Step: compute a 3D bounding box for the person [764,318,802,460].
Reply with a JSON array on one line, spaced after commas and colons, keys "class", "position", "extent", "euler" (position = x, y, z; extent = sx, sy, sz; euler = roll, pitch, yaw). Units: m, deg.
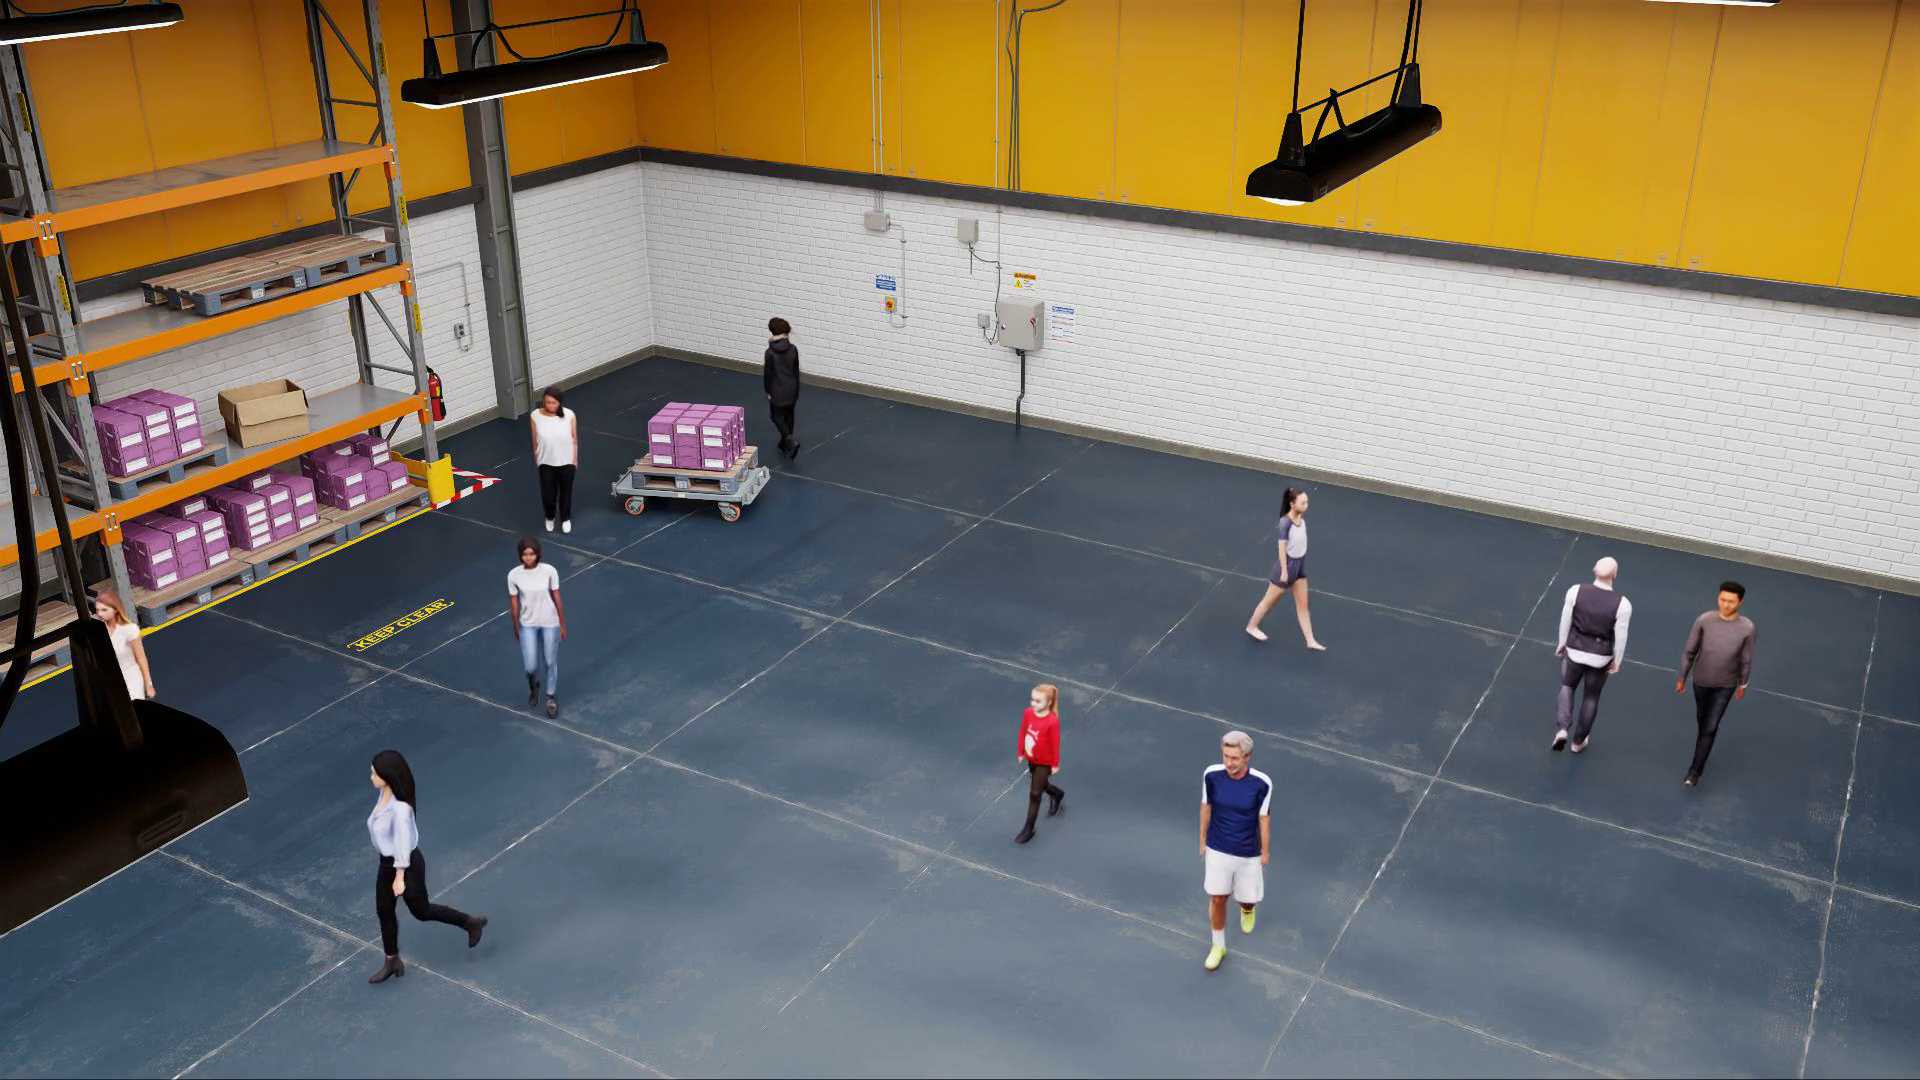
[{"class": "person", "position": [-2.133, -1.814, 20.328], "extent": [1.048, 1.754, 1.003], "euler": [-12, 26, -26]}]

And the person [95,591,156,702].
[{"class": "person", "position": [-6.775, 1.159, 13.647], "extent": [0.761, 1.657, 1.184], "euler": [7, 24, 15]}]

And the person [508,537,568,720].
[{"class": "person", "position": [-3.681, 0.727, 14.566], "extent": [0.757, 1.713, 0.818], "euler": [-7, 25, -15]}]

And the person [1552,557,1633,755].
[{"class": "person", "position": [5.186, 1.012, 13.800], "extent": [0.678, 1.803, 0.871], "euler": [13, 27, 27]}]

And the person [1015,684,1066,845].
[{"class": "person", "position": [0.655, 1.687, 12.935], "extent": [0.614, 1.259, 0.938], "euler": [20, 30, 38]}]

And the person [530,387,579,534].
[{"class": "person", "position": [-4.440, -0.910, 18.359], "extent": [0.768, 1.674, 0.818], "euler": [-4, 24, -9]}]

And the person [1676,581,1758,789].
[{"class": "person", "position": [6.204, 1.132, 13.632], "extent": [1.162, 1.719, 0.710], "euler": [13, 27, 27]}]

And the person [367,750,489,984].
[{"class": "person", "position": [-3.654, 2.195, 11.203], "extent": [1.156, 1.716, 0.908], "euler": [-17, 29, -34]}]

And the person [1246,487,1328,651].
[{"class": "person", "position": [3.024, 0.275, 15.735], "extent": [0.819, 1.604, 1.041], "euler": [20, 30, 38]}]

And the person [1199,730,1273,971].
[{"class": "person", "position": [1.897, 2.061, 11.377], "extent": [0.729, 1.824, 0.888], "euler": [8, 25, 19]}]
